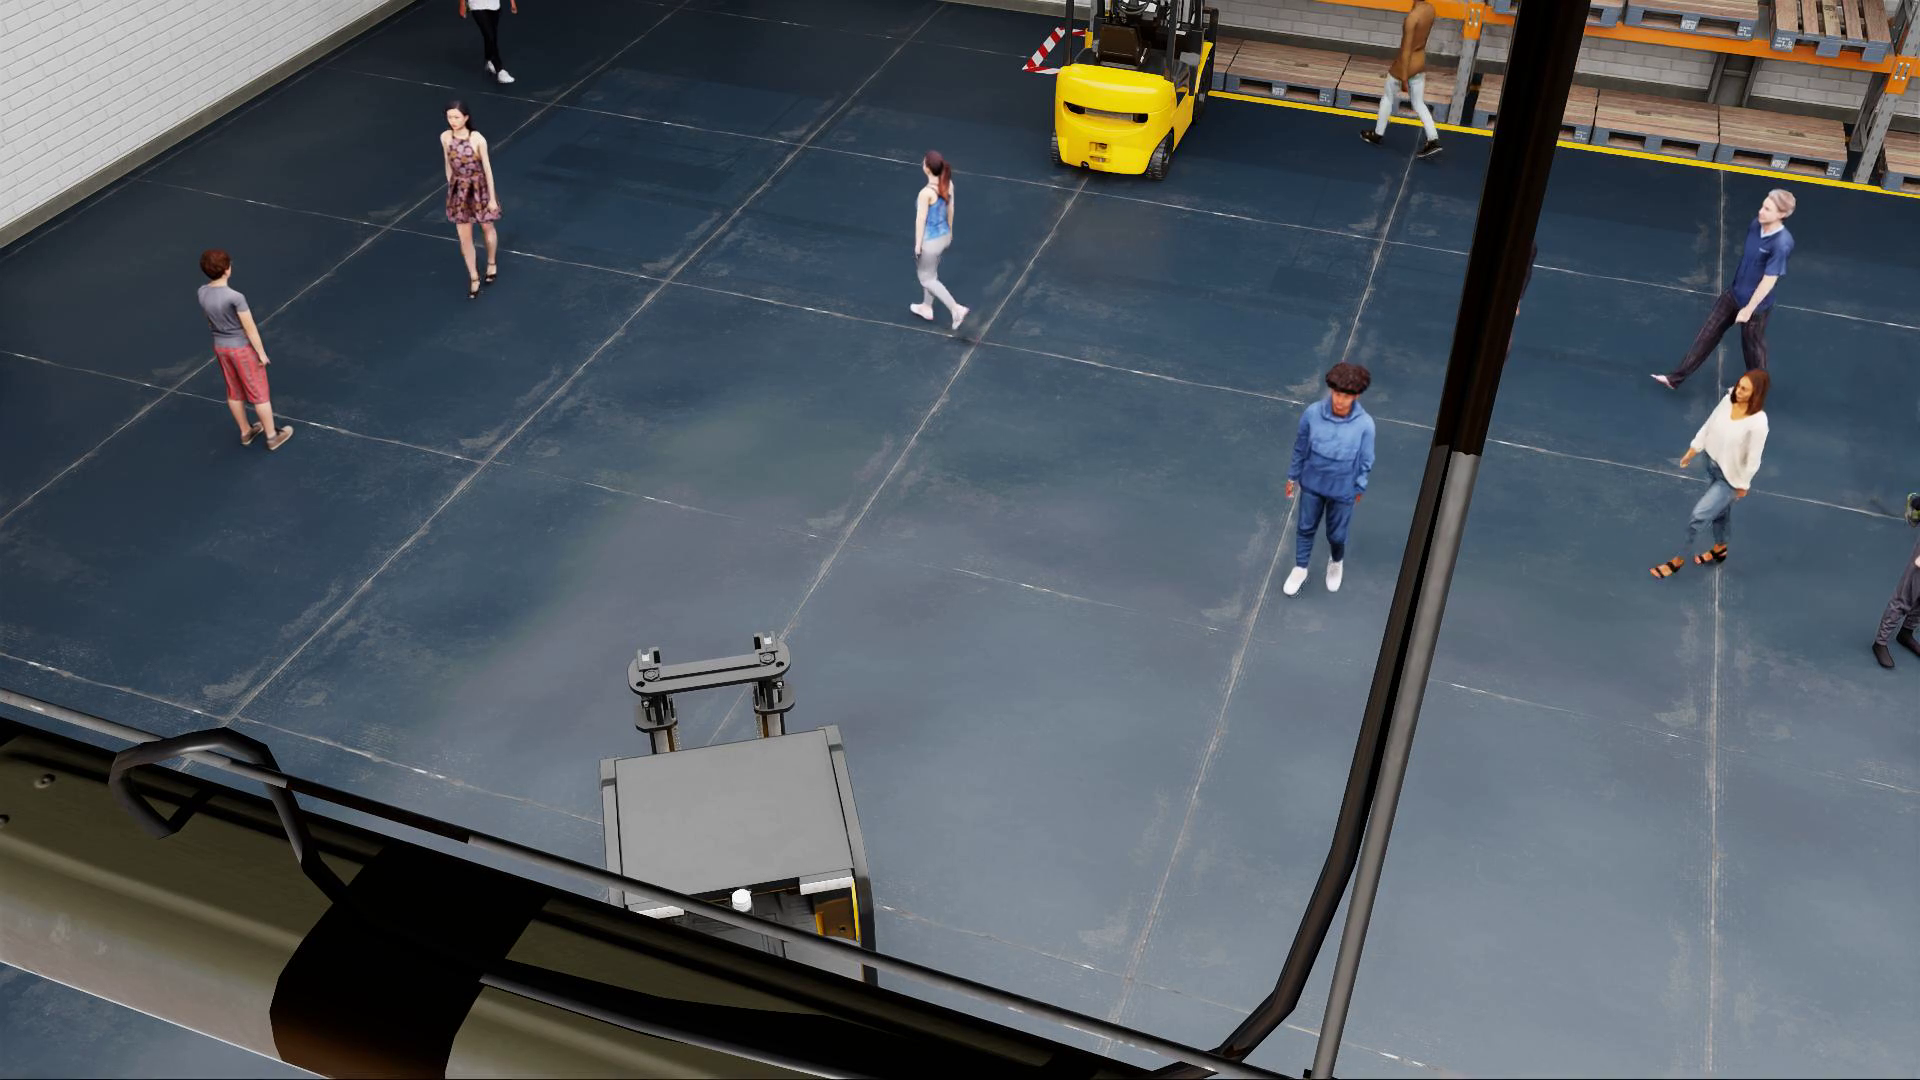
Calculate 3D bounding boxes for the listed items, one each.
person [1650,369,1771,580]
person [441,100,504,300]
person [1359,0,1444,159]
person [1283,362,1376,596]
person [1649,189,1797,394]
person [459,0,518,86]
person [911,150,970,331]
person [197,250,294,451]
[{"bbox_3d":[5.342,-0.472,11.434,0.973,1.658,0.845,-4,39,-5],"label":"person"},{"bbox_3d":[-4.237,-3.049,14.581,0.875,1.758,0.828,2,39,2],"label":"person"},{"bbox_3d":[4.567,-4.675,16.597,1.027,1.784,1.257,-27,46,-30],"label":"person"},{"bbox_3d":[2.512,-0.440,11.278,0.645,1.805,0.791,18,42,21],"label":"person"},{"bbox_3d":[6.291,-1.890,13.075,1.267,1.827,1.053,-6,39,-7],"label":"person"},{"bbox_3d":[-5.242,-5.907,18.148,0.949,1.774,1.102,-32,48,-33],"label":"person"},{"bbox_3d":[-0.182,-2.494,14.019,0.993,1.592,0.762,28,46,30],"label":"person"},{"bbox_3d":[-5.504,-1.435,12.651,0.461,1.646,0.637,11,40,14],"label":"person"}]
